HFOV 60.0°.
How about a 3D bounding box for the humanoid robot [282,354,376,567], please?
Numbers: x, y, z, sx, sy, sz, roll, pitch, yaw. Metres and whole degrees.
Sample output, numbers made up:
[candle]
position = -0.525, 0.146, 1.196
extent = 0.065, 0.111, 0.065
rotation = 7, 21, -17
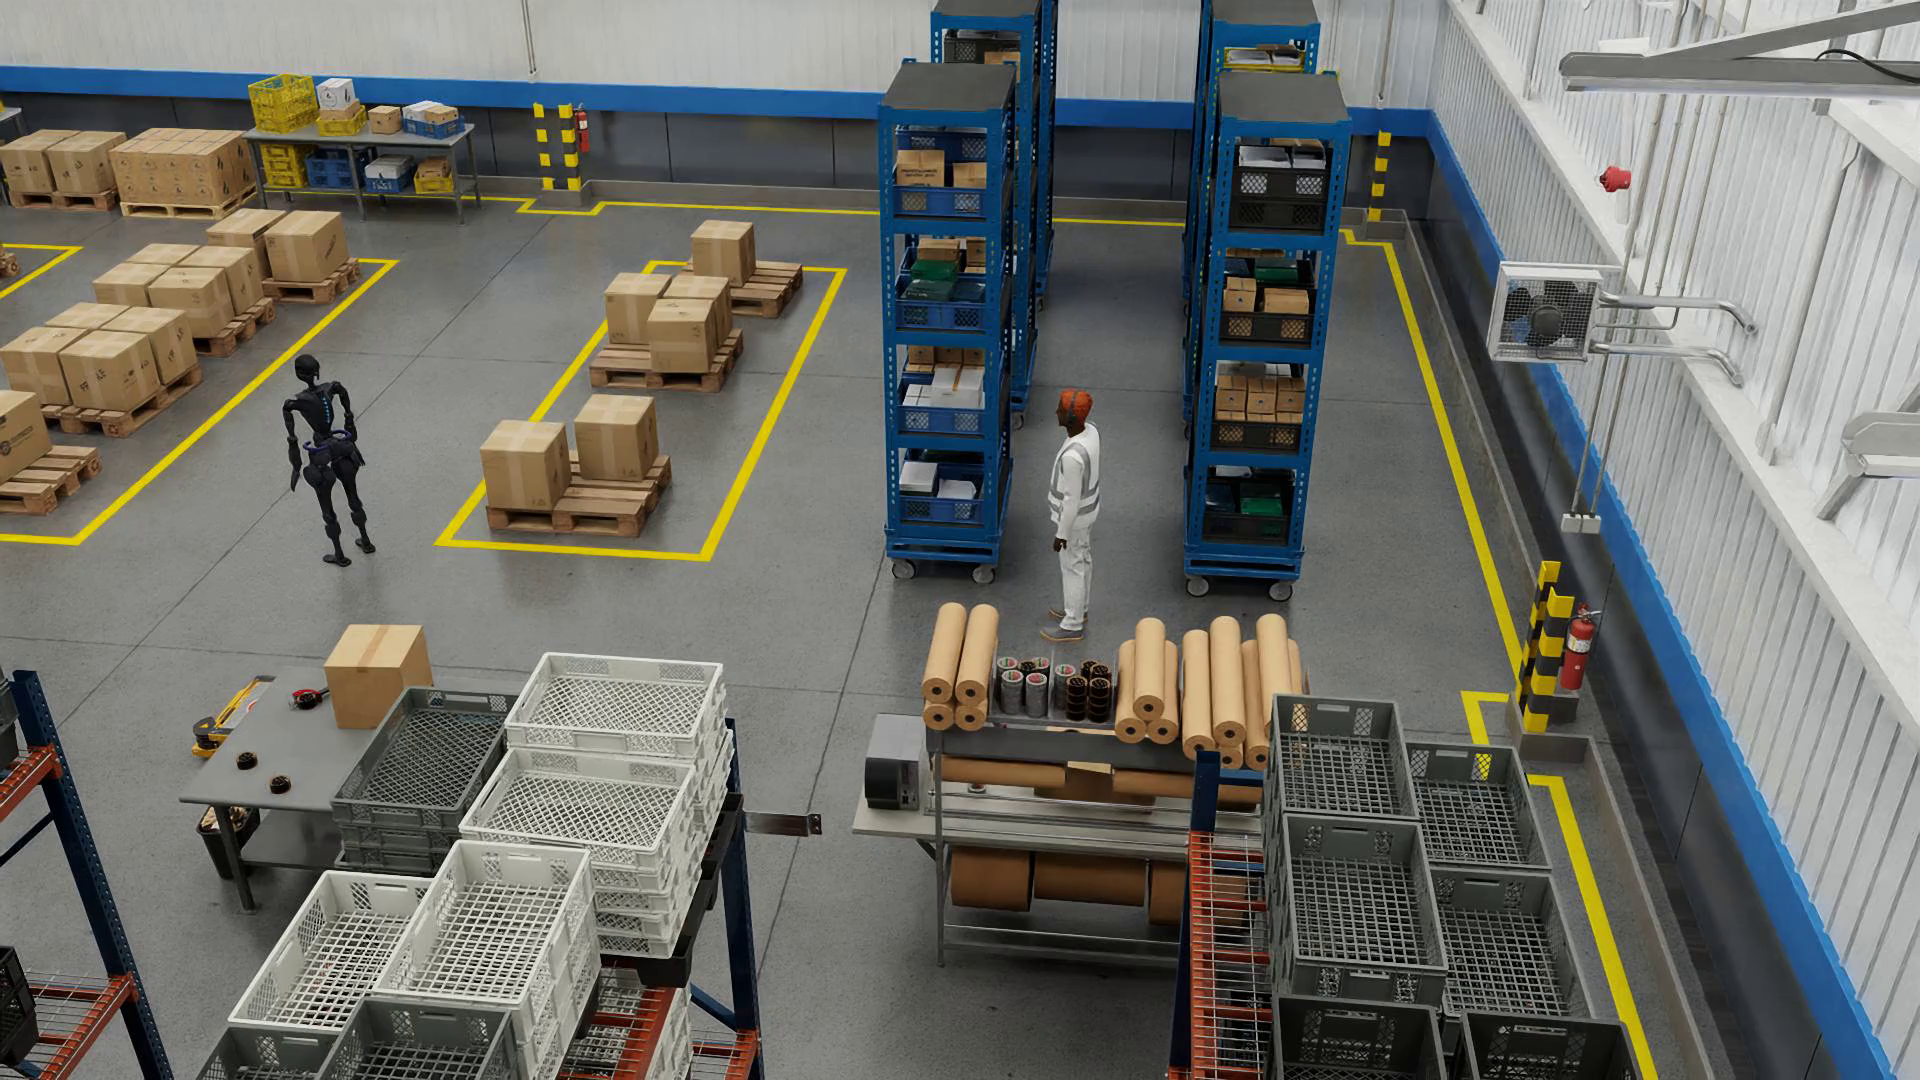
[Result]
[humanoid robot]
position = -4.684, -0.609, 12.305
extent = 0.330, 1.657, 0.586
rotation = 21, 36, 31

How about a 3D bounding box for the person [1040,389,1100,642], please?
[person]
position = 0.763, -0.167, 11.357
extent = 0.356, 1.882, 0.571
rotation = 8, 31, 14

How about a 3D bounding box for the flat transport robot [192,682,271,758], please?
[flat transport robot]
position = -4.089, 1.163, 10.648
extent = 1.431, 0.197, 0.652
rotation = 3, 30, 6
